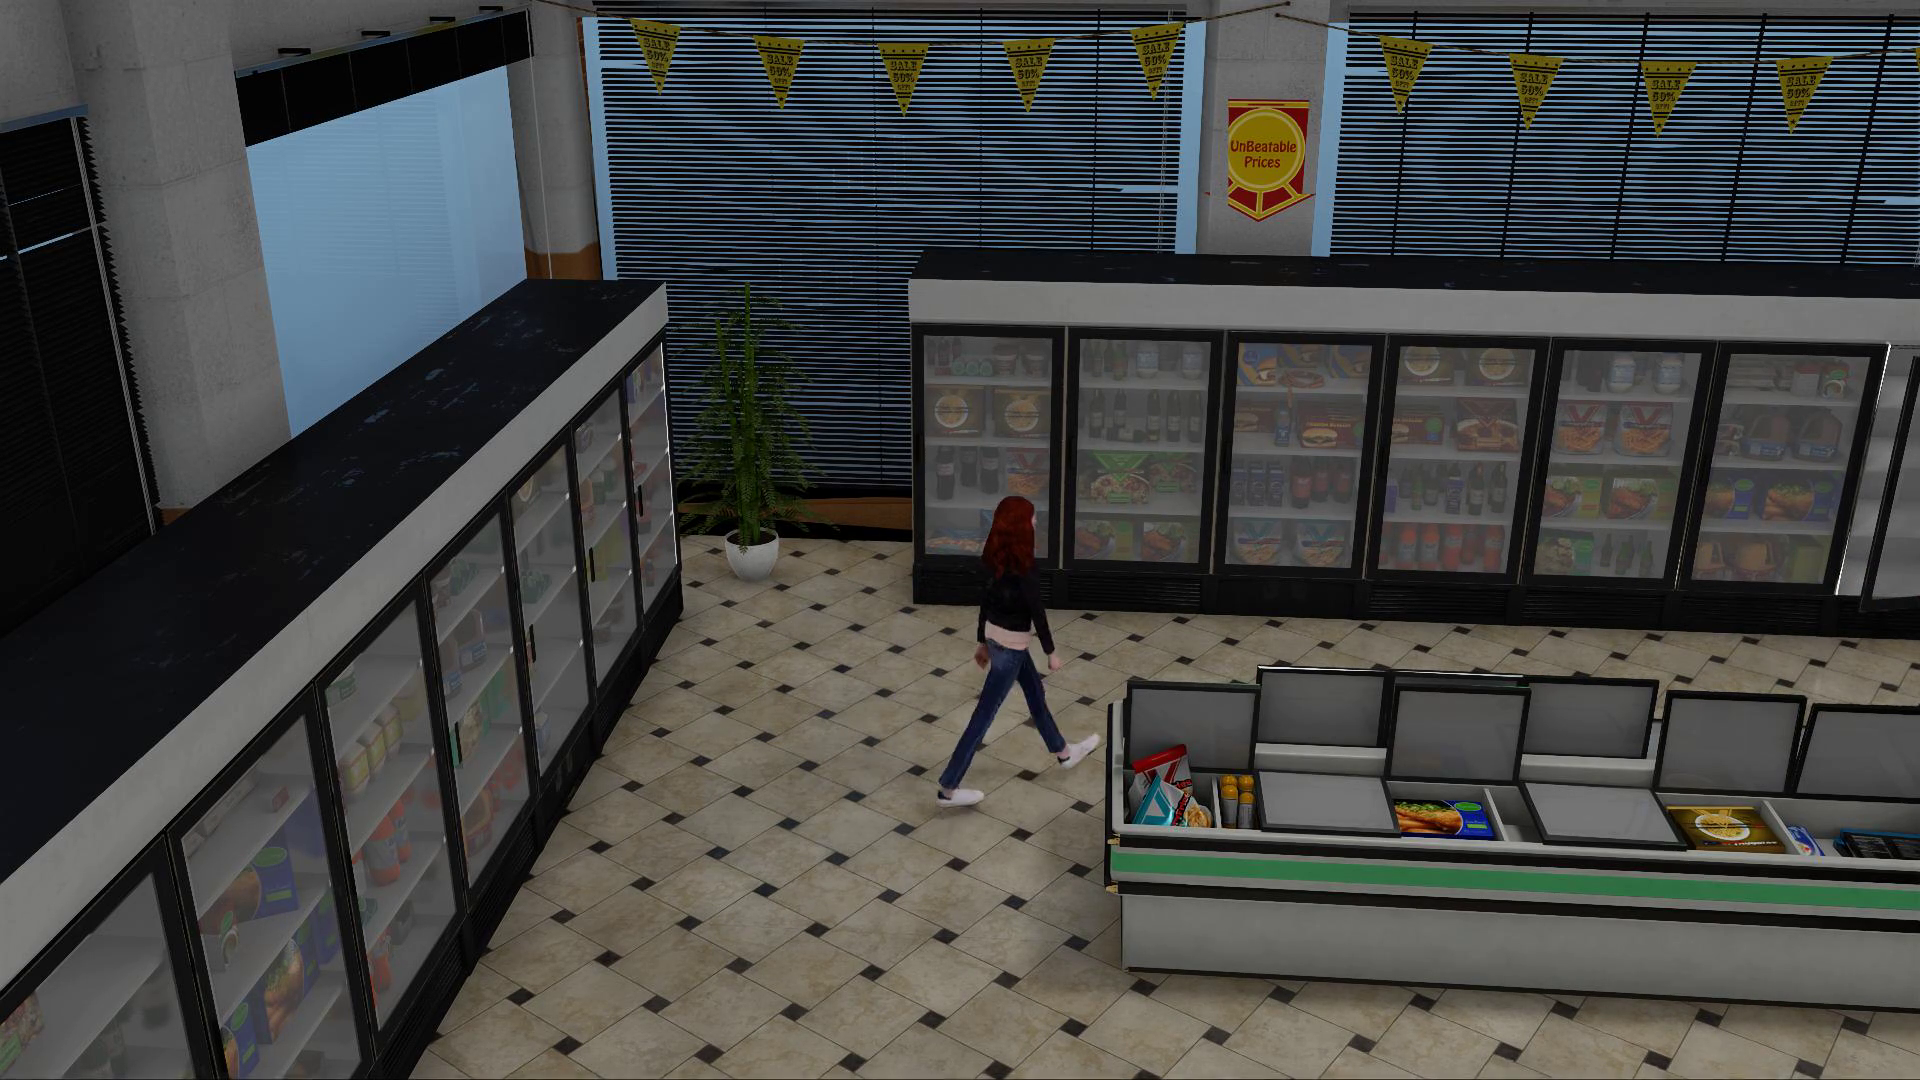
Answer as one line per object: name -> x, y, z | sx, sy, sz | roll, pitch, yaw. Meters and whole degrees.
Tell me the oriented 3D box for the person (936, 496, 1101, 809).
person -> 0.168, 0.657, 8.734 | 1.301, 1.726, 0.998 | -10, 24, -24
